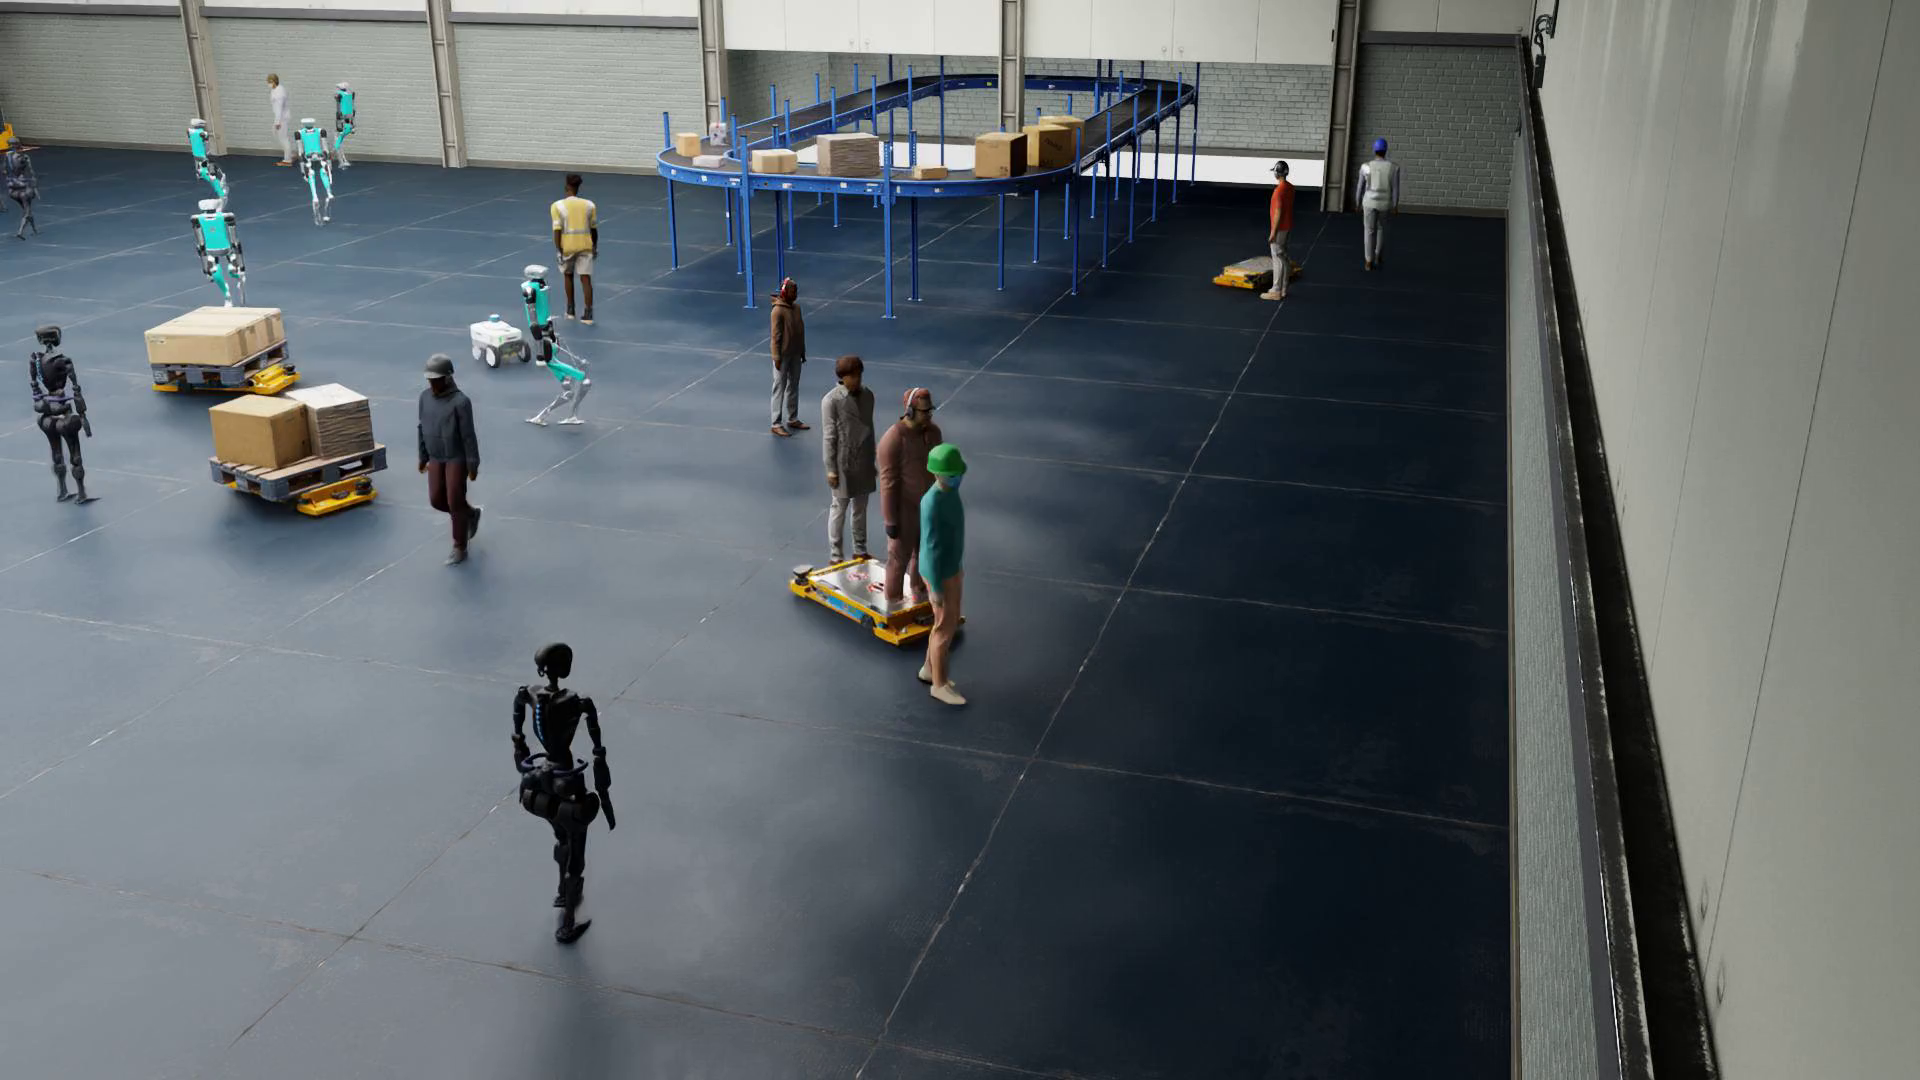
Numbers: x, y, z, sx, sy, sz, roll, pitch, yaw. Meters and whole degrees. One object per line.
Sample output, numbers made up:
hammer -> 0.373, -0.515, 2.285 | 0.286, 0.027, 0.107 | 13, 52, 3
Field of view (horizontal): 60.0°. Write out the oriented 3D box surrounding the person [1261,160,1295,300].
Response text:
person -> 4.398, -4.287, 23.023 | 0.413, 1.909, 0.475 | 14, 25, 31

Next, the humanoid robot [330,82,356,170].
humanoid robot -> -12.734, -8.440, 34.125 | 0.764, 1.852, 0.531 | 7, 22, 18

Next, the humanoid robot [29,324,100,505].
humanoid robot -> -8.231, -1.156, 15.213 | 0.612, 1.657, 0.306 | 8, 22, 19

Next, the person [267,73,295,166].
person -> -14.076, -8.706, 34.497 | 0.395, 1.919, 0.670 | -9, 23, -22

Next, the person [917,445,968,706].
person -> -0.116, 0.227, 11.412 | 0.387, 1.882, 0.539 | 6, 22, 16

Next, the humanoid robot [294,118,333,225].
humanoid robot -> -10.956, -6.205, 28.393 | 0.542, 1.900, 0.722 | -10, 23, -25

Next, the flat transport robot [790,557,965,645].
flat transport robot -> -0.664, 0.447, 13.018 | 0.659, 0.231, 1.431 | -17, 27, -37

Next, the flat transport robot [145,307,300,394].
flat transport robot -> -8.380, -1.851, 18.978 | 1.431, 0.231, 0.659 | 2, 21, 5

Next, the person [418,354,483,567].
person -> -4.235, -0.712, 13.903 | 0.566, 1.792, 0.585 | 9, 23, 22

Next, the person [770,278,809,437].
person -> -1.787, -1.898, 17.188 | 0.310, 1.647, 0.463 | 14, 25, 32

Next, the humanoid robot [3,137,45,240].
humanoid robot -> -15.387, -5.748, 27.186 | 0.591, 1.642, 0.740 | 5, 22, 12

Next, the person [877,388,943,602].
person -> -0.329, -0.224, 12.505 | 0.398, 1.898, 0.649 | 17, 27, 37

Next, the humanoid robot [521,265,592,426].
humanoid robot -> -4.154, -1.957, 17.227 | 0.894, 1.782, 0.542 | 0, 21, 0

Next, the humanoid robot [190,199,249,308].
humanoid robot -> -9.435, -3.548, 21.432 | 0.541, 1.784, 1.022 | -3, 21, -9

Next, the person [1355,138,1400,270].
person -> 6.277, -5.077, 25.063 | 0.628, 1.910, 0.850 | 4, 21, 10

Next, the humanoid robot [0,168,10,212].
humanoid robot -> -17.153, -6.592, 29.325 | 0.367, 1.646, 0.585 | 4, 21, 10

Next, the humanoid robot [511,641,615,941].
humanoid robot -> -2.105, 1.305, 8.833 | 0.610, 1.645, 0.455 | 8, 23, 20

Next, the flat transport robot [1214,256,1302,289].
flat transport robot -> 4.365, -3.913, 24.327 | 0.659, 0.231, 1.431 | 16, 26, 36

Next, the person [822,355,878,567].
person -> -0.887, -0.623, 13.628 | 0.524, 1.828, 0.362 | -17, 27, -37

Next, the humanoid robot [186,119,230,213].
humanoid robot -> -12.806, -6.322, 28.634 | 0.559, 1.860, 0.738 | 15, 26, 34

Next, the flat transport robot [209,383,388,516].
flat transport robot -> -6.151, -0.528, 15.547 | 1.431, 0.231, 0.659 | 15, 26, 34

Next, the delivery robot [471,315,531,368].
delivery robot -> -5.563, -2.402, 20.010 | 0.797, 0.595, 0.499 | 20, 29, 41

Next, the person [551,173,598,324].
person -> -5.027, -3.821, 21.794 | 0.621, 1.915, 0.842 | -9, 23, -23
